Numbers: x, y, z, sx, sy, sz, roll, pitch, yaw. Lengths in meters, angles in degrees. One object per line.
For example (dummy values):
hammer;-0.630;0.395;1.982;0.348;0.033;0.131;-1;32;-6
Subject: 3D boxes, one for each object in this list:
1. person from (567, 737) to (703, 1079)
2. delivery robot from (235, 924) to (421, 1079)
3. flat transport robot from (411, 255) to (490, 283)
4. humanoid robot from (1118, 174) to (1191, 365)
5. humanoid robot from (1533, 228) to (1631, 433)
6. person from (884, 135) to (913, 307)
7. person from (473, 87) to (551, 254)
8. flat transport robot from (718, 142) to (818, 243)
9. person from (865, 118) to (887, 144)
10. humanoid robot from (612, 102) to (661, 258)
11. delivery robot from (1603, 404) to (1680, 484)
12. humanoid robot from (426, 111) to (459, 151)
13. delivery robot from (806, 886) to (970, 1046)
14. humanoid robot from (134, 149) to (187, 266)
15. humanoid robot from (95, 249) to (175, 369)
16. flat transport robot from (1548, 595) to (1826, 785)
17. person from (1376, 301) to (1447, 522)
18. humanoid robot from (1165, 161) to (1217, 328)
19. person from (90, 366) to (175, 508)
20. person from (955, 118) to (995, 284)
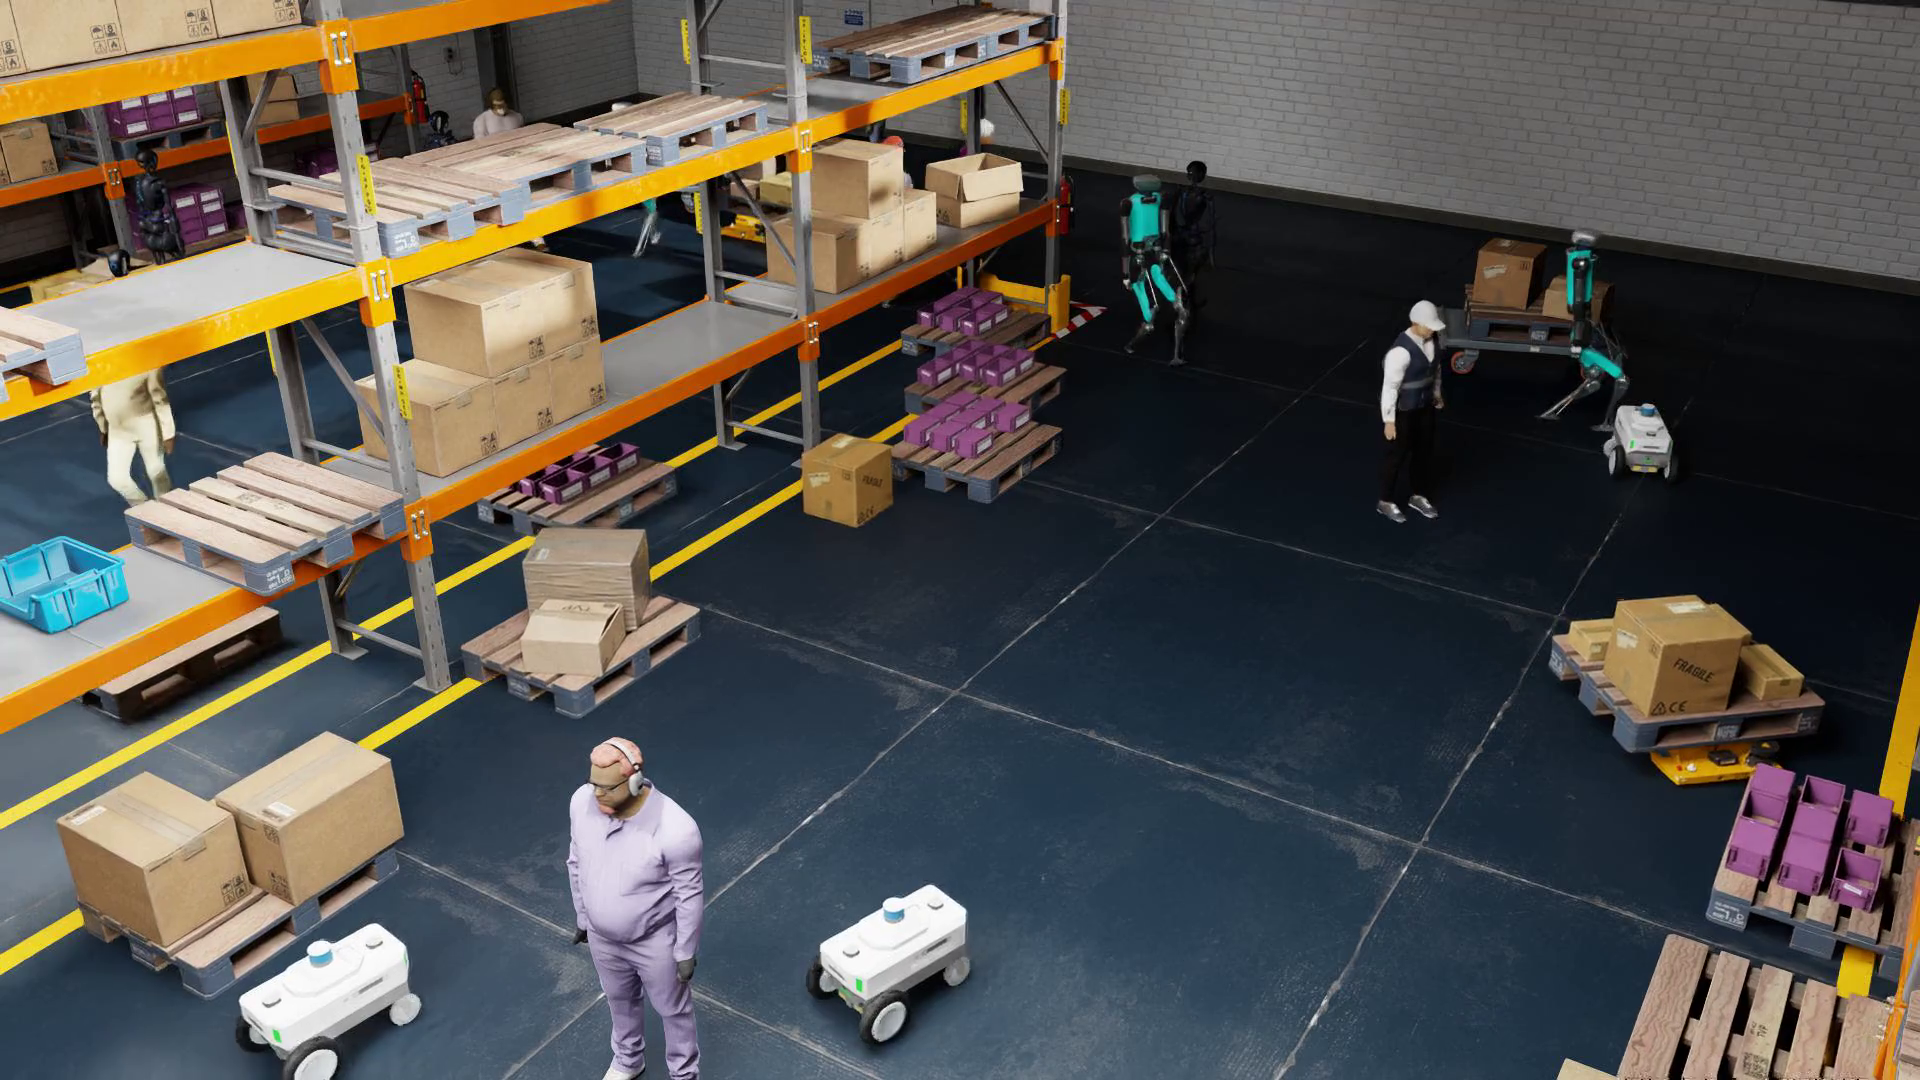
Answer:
person;-1.392;1.670;7.100;0.640;1.908;0.411;11;29;21
delivery robot;-2.923;2.116;7.692;0.499;0.577;0.769;21;34;36
flat transport robot;-5.394;-2.791;17.698;0.659;0.231;1.431;-2;27;-4
humanoid robot;1.842;-2.436;15.442;0.549;1.785;0.881;-12;29;-22
humanoid robot;5.431;-1.730;14.027;0.925;1.764;0.536;8;28;16
person;-0.679;-3.251;16.975;0.420;1.739;0.561;-24;36;-39
person;-5.028;-4.074;18.452;0.629;1.876;0.982;-21;33;-35
flat transport robot;-2.112;-3.823;19.732;0.659;0.231;1.431;17;31;30
person;-1.078;-5.290;21.110;0.284;1.633;0.497;7;28;14
humanoid robot;-3.551;-4.067;18.660;0.537;1.814;0.913;7;28;14
delivery robot;5.518;-0.786;13.452;0.506;0.614;0.785;5;27;10
humanoid robot;-5.603;-3.887;18.286;0.599;1.657;0.315;16;31;28
delivery robot;-0.314;1.979;7.970;0.774;0.583;0.499;-22;34;-36
humanoid robot;-8.089;-3.127;16.805;0.585;1.651;0.344;15;30;27
humanoid robot;-6.913;-1.640;13.920;0.601;1.619;0.787;-2;27;-4
flat transport robot;4.329;1.010;10.208;0.659;0.231;1.431;-4;27;-8
person;3.391;-0.977;12.499;0.800;1.738;0.526;-21;33;-35
humanoid robot;2.312;-2.950;16.500;0.790;1.621;0.615;-23;35;-38
person;-6.023;-0.792;12.129;0.598;1.734;0.401;0;27;0
person;0.198;-3.546;17.471;0.555;1.813;0.589;-6;28;-12
